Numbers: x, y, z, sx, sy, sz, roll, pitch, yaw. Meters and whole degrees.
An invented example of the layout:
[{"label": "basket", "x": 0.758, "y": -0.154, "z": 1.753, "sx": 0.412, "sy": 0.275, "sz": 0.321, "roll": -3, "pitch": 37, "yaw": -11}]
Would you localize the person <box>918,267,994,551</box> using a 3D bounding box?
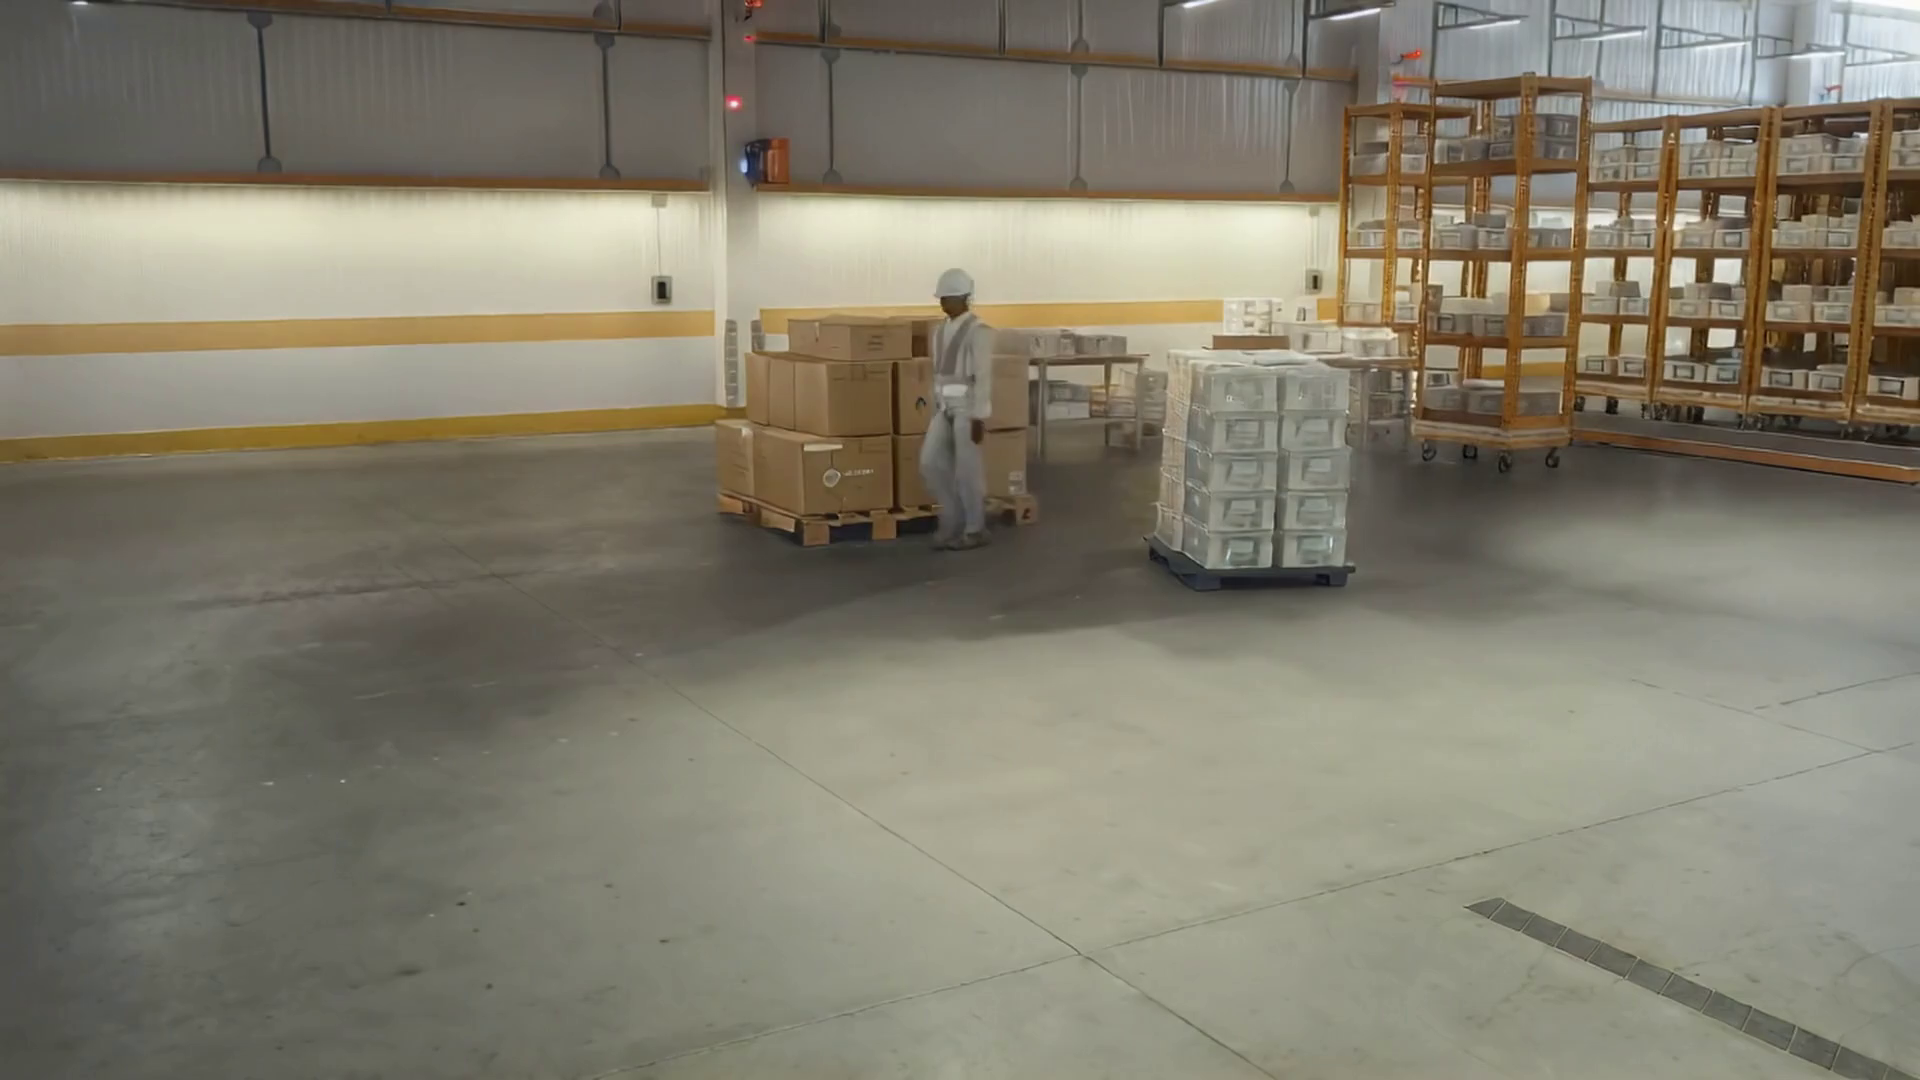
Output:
[{"label": "person", "x": -0.025, "y": -0.875, "z": 11.307, "sx": 0.475, "sy": 1.929, "sz": 0.634, "roll": -7, "pitch": 12, "yaw": -36}]
